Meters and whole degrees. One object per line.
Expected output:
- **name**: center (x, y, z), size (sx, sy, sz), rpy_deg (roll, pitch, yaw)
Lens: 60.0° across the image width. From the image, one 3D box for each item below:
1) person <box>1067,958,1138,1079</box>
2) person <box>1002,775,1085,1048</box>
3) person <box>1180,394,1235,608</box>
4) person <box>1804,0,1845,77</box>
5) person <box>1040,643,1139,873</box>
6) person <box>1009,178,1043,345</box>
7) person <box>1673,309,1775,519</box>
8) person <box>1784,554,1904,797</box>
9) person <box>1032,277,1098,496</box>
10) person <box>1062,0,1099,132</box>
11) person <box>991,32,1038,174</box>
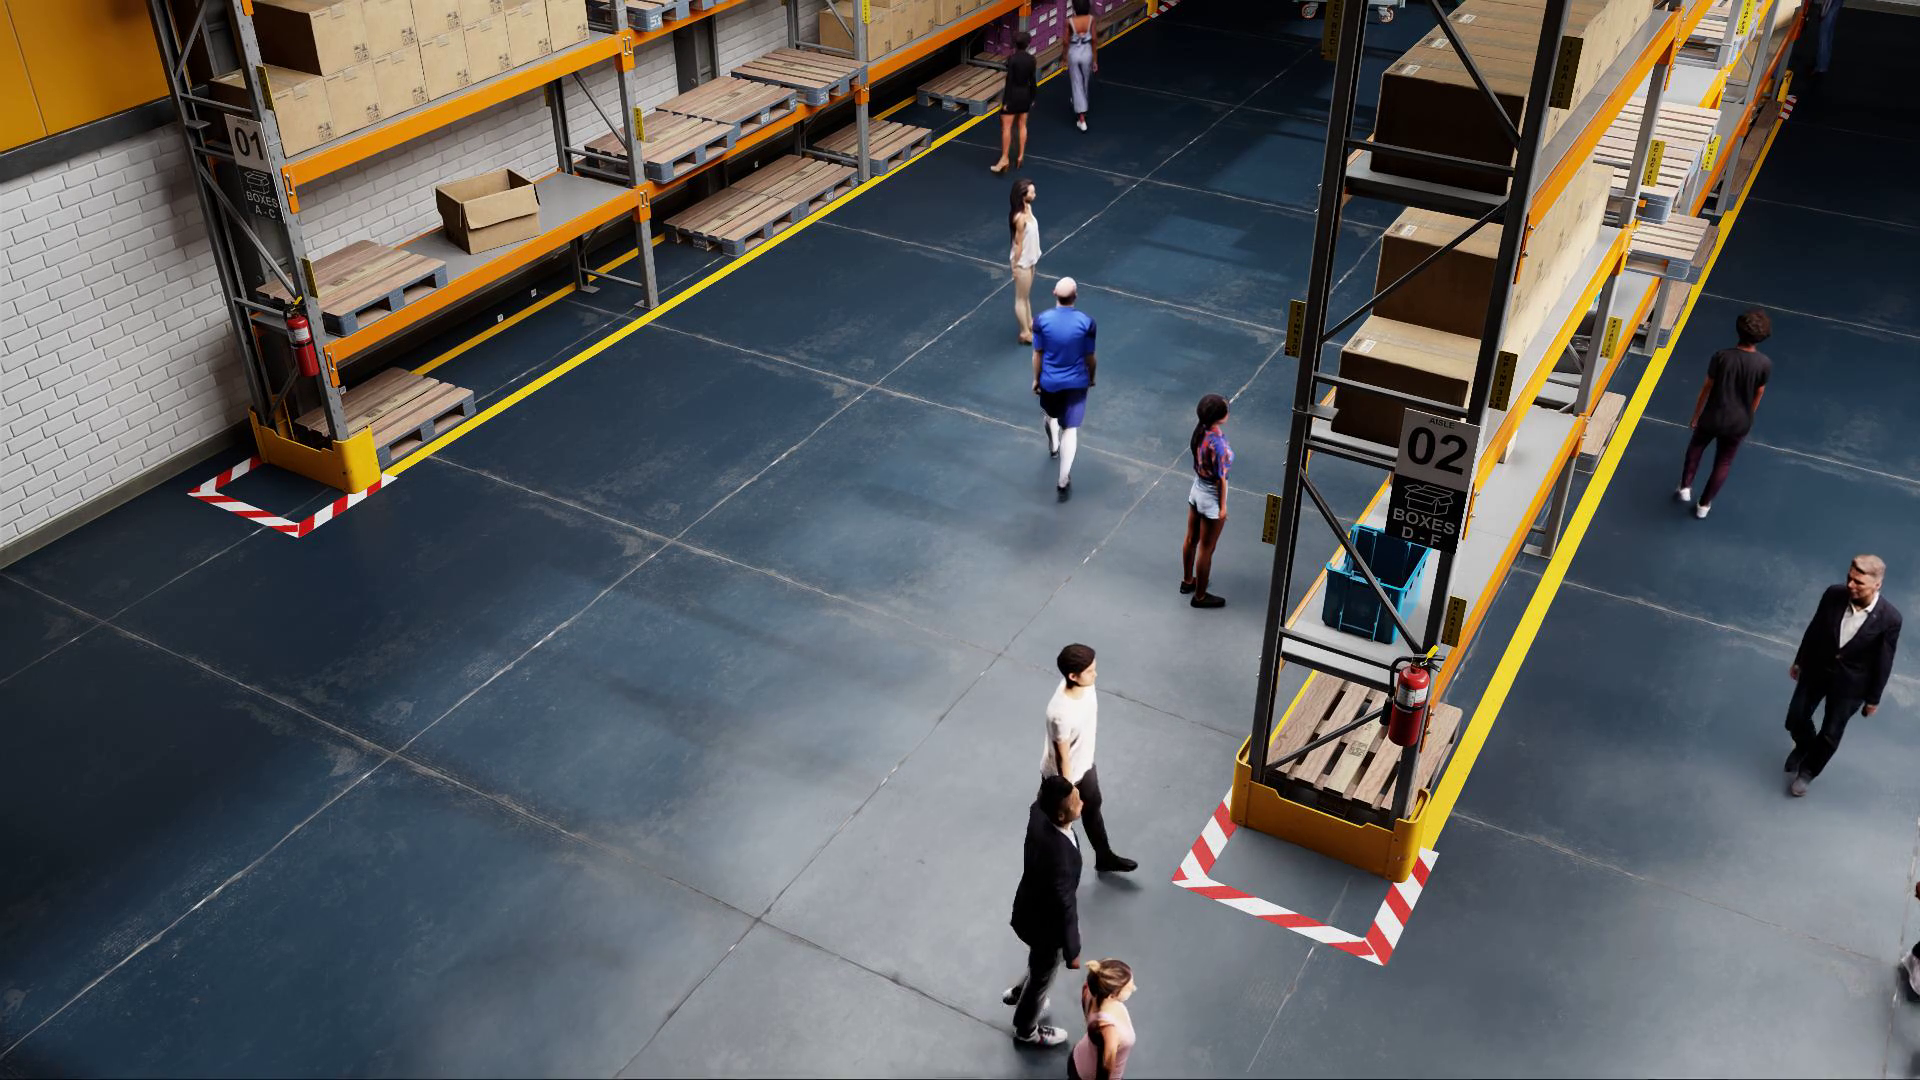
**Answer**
- **person**: center (0.581, 2.592, 7.988), size (0.910, 1.633, 0.875), rpy_deg (-6, 34, -9)
- **person**: center (0.366, 1.940, 8.693), size (0.911, 1.939, 0.813), rpy_deg (-1, 34, -2)
- **person**: center (1.815, -0.298, 12.240), size (0.709, 1.739, 0.665), rpy_deg (-11, 35, -16)
- **person**: center (11.863, -7.238, 22.635), size (0.694, 1.789, 0.525), rpy_deg (21, 39, 28)
- **person**: center (0.572, 1.291, 9.885), size (0.717, 1.699, 0.865), rpy_deg (16, 37, 23)
- **person**: center (0.599, -2.671, 15.889), size (0.681, 1.652, 0.642), rpy_deg (-6, 34, -9)
- **person**: center (6.092, -0.952, 13.207), size (0.649, 1.758, 0.640), rpy_deg (13, 36, 18)
- **person**: center (5.588, 0.812, 10.516), size (0.788, 1.799, 0.801), rpy_deg (-28, 43, -35)
- **person**: center (0.846, -1.234, 13.597), size (0.897, 1.796, 1.231), rpy_deg (7, 34, 11)
- **person**: center (1.522, -5.955, 20.826), size (1.044, 1.655, 1.108), rpy_deg (-7, 34, -10)
- **person**: center (0.677, -5.148, 19.649), size (0.718, 1.615, 0.901), rpy_deg (-27, 42, -35)
